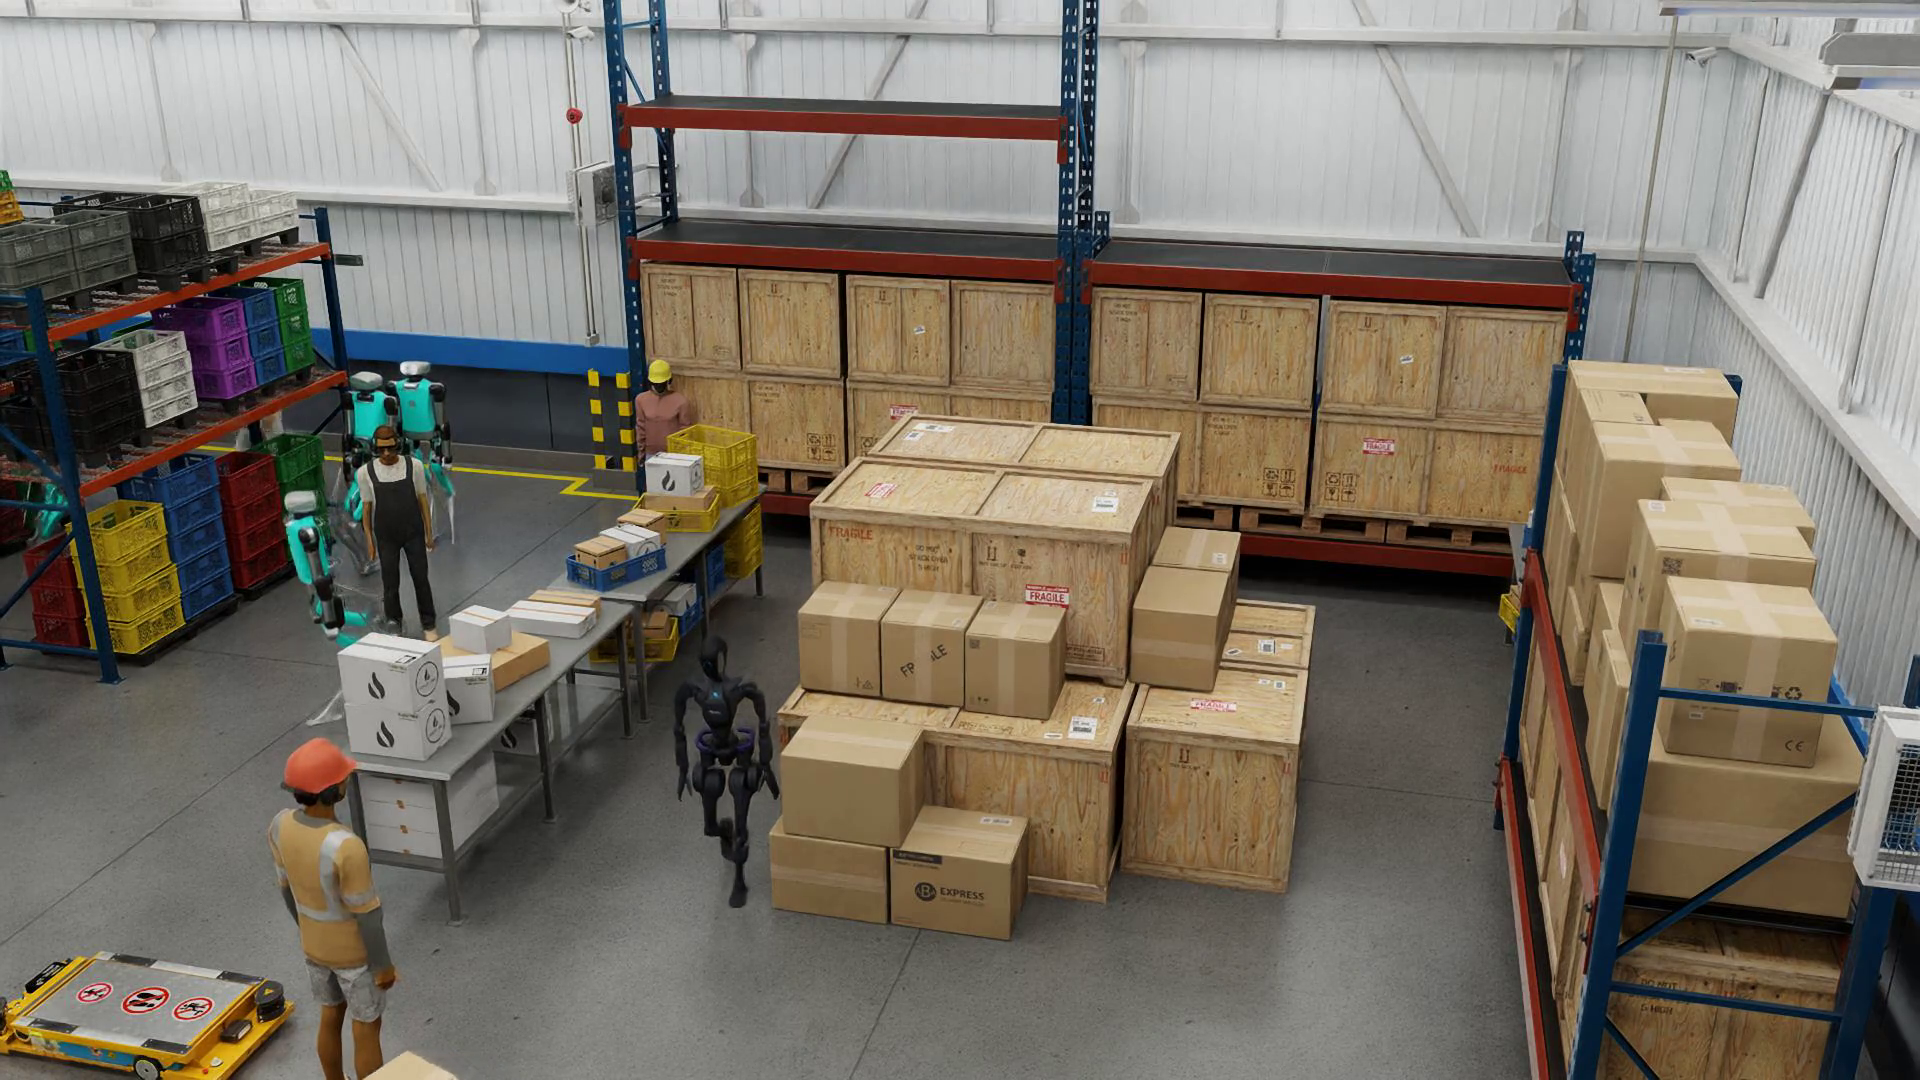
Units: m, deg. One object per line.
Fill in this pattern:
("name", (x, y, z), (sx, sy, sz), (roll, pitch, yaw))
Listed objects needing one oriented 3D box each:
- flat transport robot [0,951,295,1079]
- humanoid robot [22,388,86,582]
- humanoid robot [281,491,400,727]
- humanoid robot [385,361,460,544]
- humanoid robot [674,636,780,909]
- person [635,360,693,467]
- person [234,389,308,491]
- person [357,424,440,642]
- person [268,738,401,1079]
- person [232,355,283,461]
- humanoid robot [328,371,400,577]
("flat transport robot", (-4.270, 2.464, 8.601), (1.431, 0.231, 0.659), (5, 22, 13))
("humanoid robot", (-7.763, -0.350, 14.062), (0.546, 1.896, 0.764), (10, 23, 24))
("humanoid robot", (-4.262, 0.437, 11.880), (0.980, 1.768, 0.530), (-13, 25, -31))
("humanoid robot", (-4.788, -0.791, 15.091), (0.538, 1.820, 0.663), (2, 21, 5))
("humanoid robot", (-1.351, 1.286, 9.741), (0.610, 1.637, 0.614), (0, 21, 1))
("person", (-2.658, -0.776, 14.991), (0.523, 1.761, 0.336), (3, 21, 8))
("person", (-6.741, -1.191, 15.911), (1.033, 1.874, 0.551), (1, 21, 2))
("person", (-4.358, -0.028, 12.928), (0.508, 1.839, 0.334), (-9, 23, -23))
("person", (-2.855, 1.851, 7.716), (0.604, 2.048, 0.366), (12, 24, 29))
("person", (-6.997, -1.412, 16.569), (0.445, 1.828, 0.638), (10, 23, 23))
("humanoid robot", (-5.189, -0.513, 14.321), (0.560, 1.758, 0.851), (6, 22, 15))
